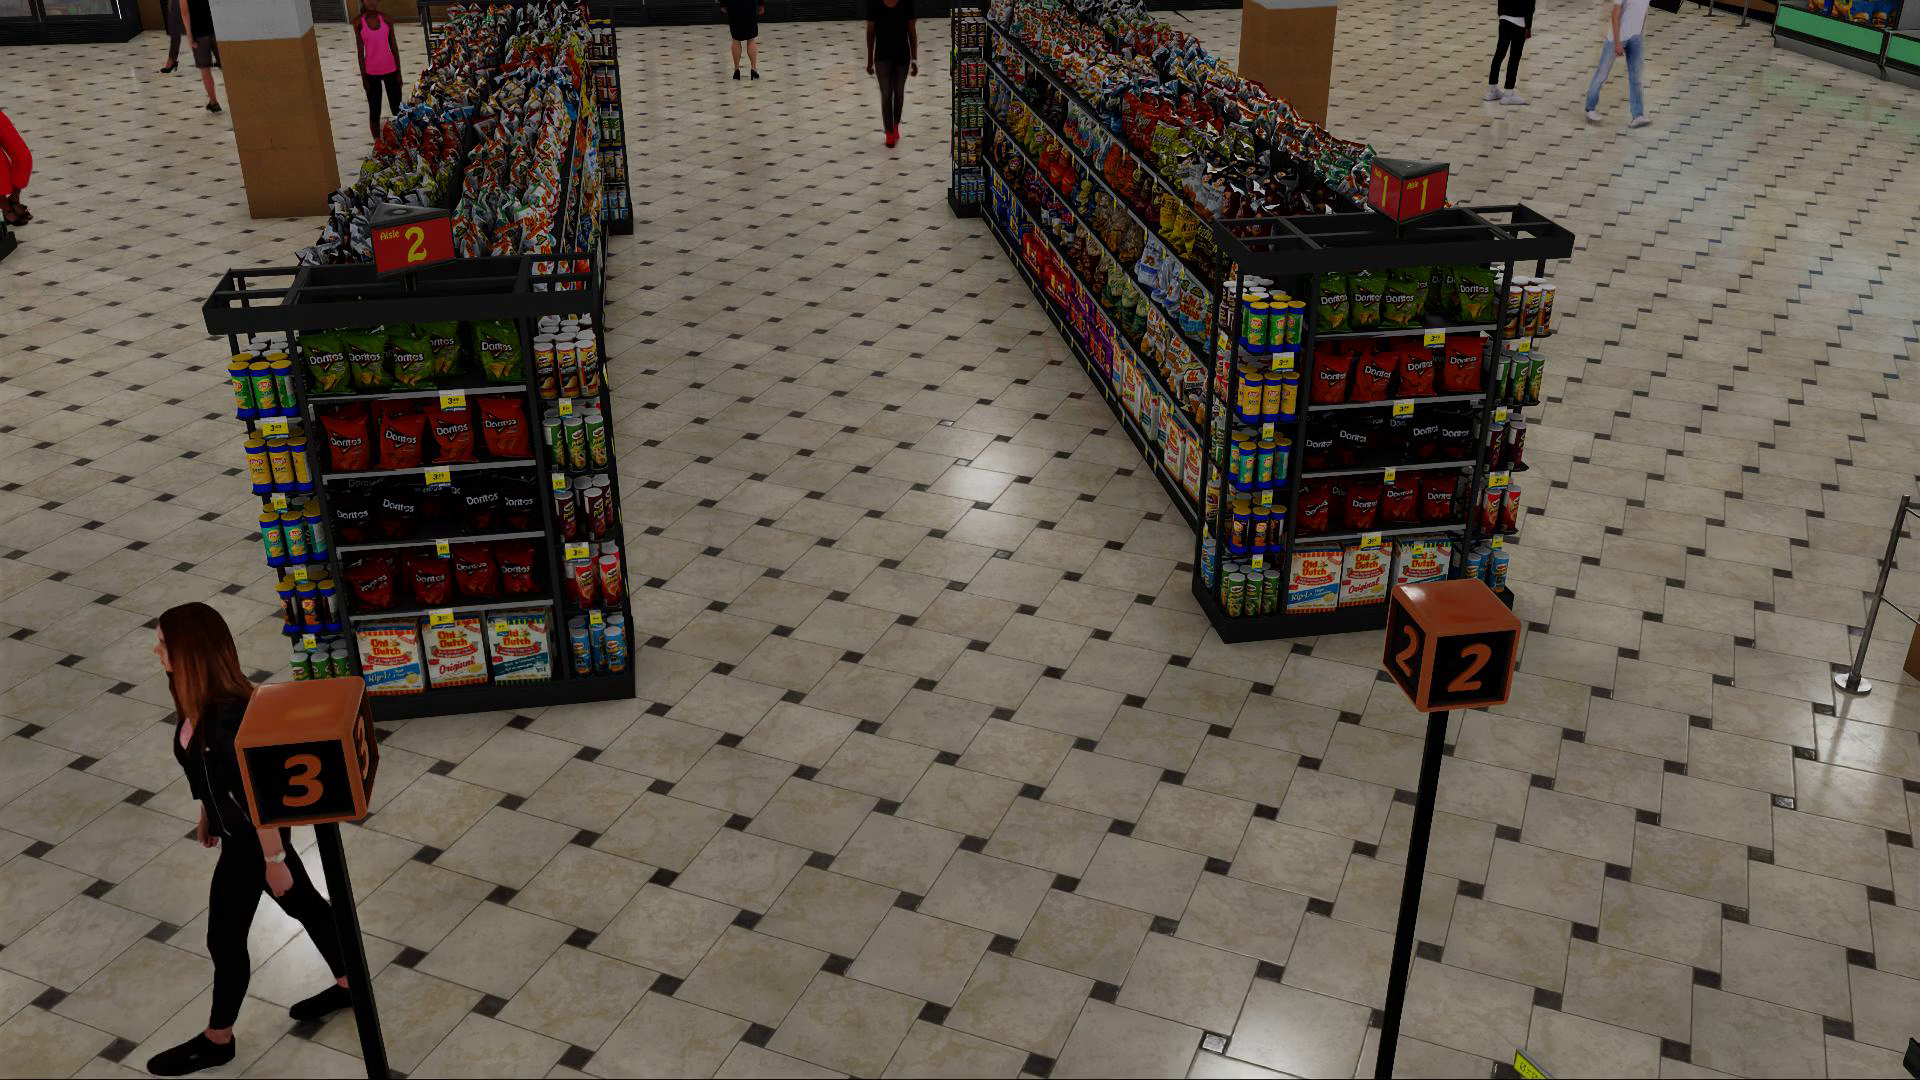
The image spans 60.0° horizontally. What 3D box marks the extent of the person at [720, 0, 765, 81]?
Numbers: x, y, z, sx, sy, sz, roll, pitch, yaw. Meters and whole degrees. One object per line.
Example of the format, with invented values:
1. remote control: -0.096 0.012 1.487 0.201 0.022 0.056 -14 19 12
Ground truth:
1. person: -2.631 -6.400 20.017 0.733 1.671 0.665 -1 27 -2

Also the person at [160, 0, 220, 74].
1. person: -9.431 -6.540 20.390 0.906 1.583 1.059 -15 30 -27

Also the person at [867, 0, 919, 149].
1. person: -0.689 -4.949 17.058 0.751 1.759 1.158 -2 27 -5

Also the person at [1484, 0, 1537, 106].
1. person: 6.278 -5.895 18.859 0.784 1.817 0.601 -12 29 -23

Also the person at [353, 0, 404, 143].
1. person: -5.720 -4.608 16.429 0.602 1.721 0.619 -13 30 -23

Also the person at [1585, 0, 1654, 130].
1. person: 7.017 -5.296 17.748 0.730 1.754 1.209 -8 28 -15

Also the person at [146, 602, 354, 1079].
1. person: -2.241 0.949 5.508 0.851 1.687 0.971 -13 30 -24

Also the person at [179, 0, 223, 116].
1. person: -8.120 -5.490 18.042 0.981 1.835 1.276 -17 31 -30
